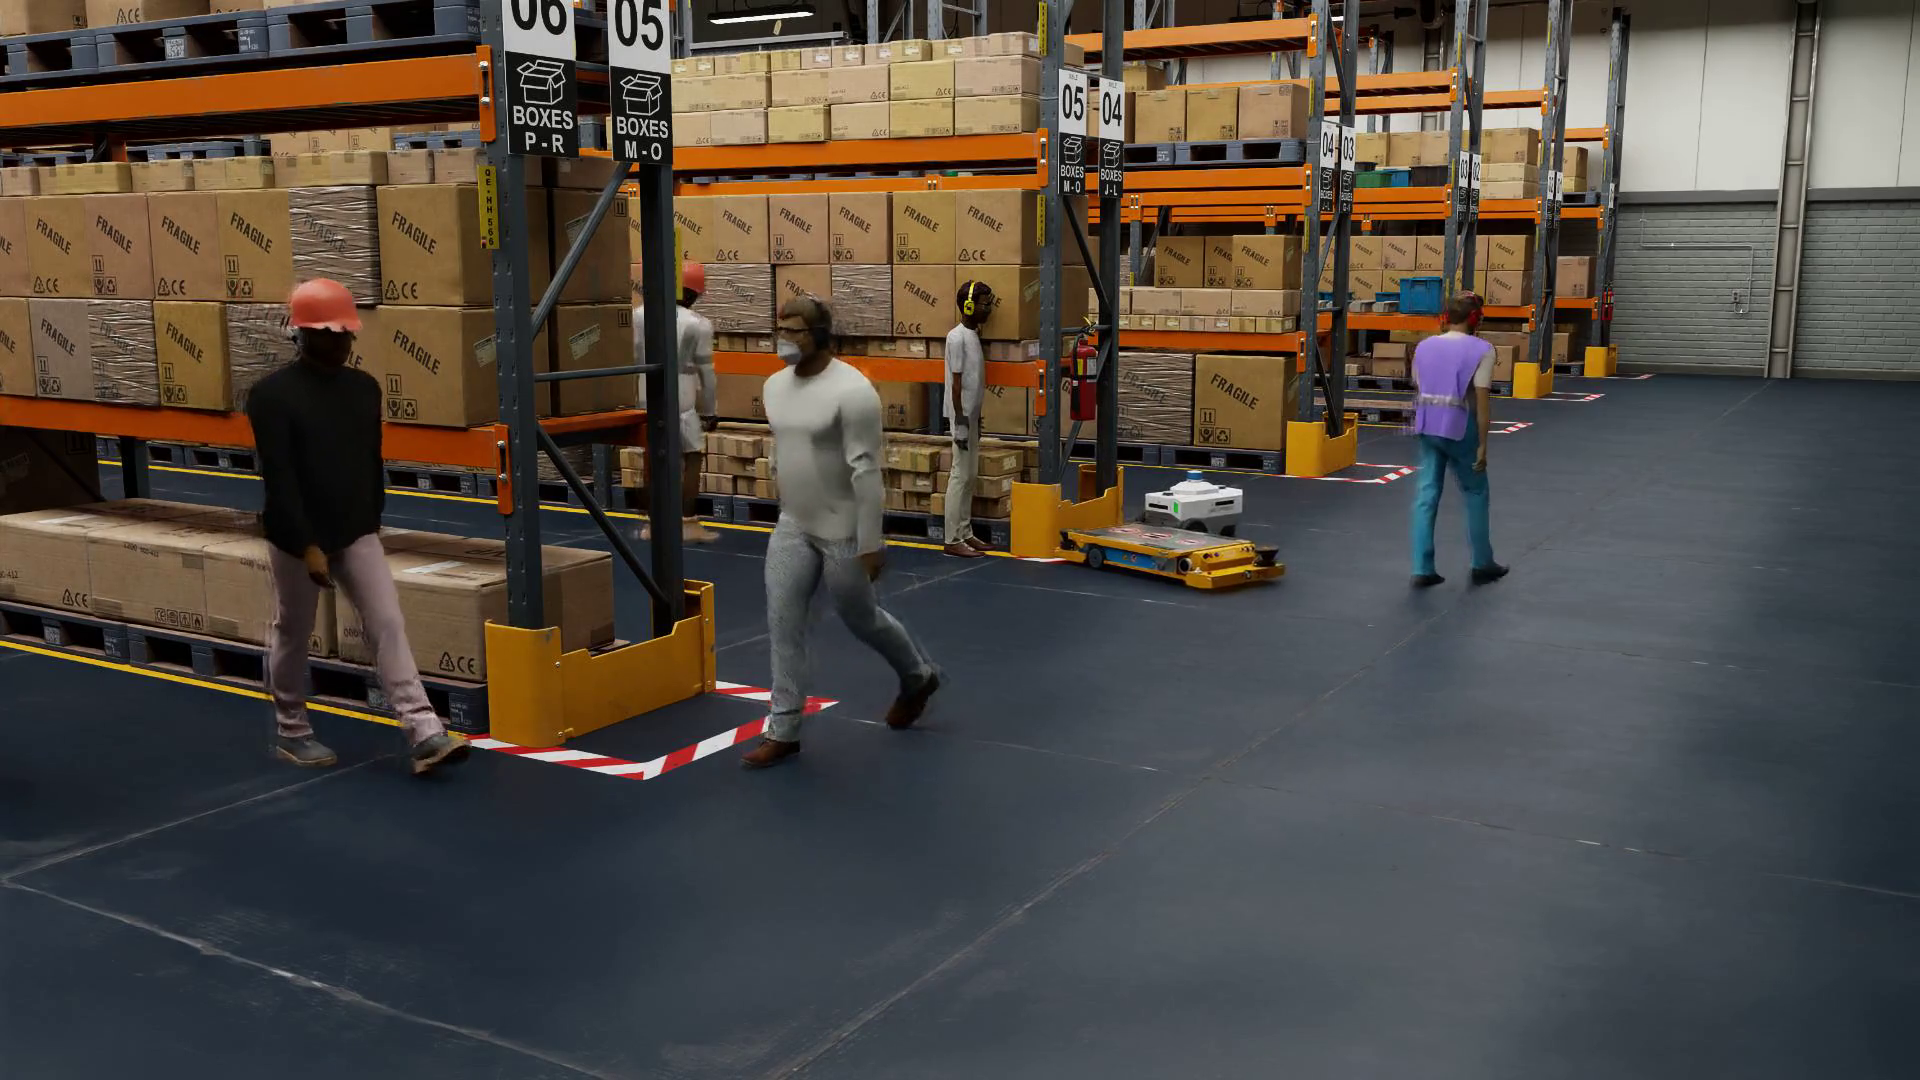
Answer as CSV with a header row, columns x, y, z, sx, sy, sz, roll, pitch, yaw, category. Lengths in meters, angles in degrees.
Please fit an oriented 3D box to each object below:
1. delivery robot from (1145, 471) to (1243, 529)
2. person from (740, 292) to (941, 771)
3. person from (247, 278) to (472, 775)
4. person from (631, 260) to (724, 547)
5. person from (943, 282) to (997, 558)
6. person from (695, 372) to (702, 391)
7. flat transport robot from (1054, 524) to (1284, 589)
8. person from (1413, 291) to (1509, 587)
x,y,z,sx,sy,sz,roll,pitch,yaw,category
1.611,-0.233,11.420,0.707,0.478,0.477,-8,12,-38,delivery robot
-0.479,-0.060,6.787,0.640,1.902,0.961,8,13,40,person
-2.361,-0.017,6.374,1.062,1.929,0.623,7,12,35,person
-2.023,-0.946,11.682,0.708,1.996,0.413,1,10,8,person
0.060,-0.809,11.259,0.333,1.860,0.509,2,10,14,person
-2.910,-1.862,17.141,0.636,1.950,0.580,-8,12,-37,person
1.320,0.078,10.703,0.652,0.197,1.431,-8,12,-38,flat transport robot
3.109,-0.627,10.326,0.838,1.806,0.591,-9,13,-42,person
